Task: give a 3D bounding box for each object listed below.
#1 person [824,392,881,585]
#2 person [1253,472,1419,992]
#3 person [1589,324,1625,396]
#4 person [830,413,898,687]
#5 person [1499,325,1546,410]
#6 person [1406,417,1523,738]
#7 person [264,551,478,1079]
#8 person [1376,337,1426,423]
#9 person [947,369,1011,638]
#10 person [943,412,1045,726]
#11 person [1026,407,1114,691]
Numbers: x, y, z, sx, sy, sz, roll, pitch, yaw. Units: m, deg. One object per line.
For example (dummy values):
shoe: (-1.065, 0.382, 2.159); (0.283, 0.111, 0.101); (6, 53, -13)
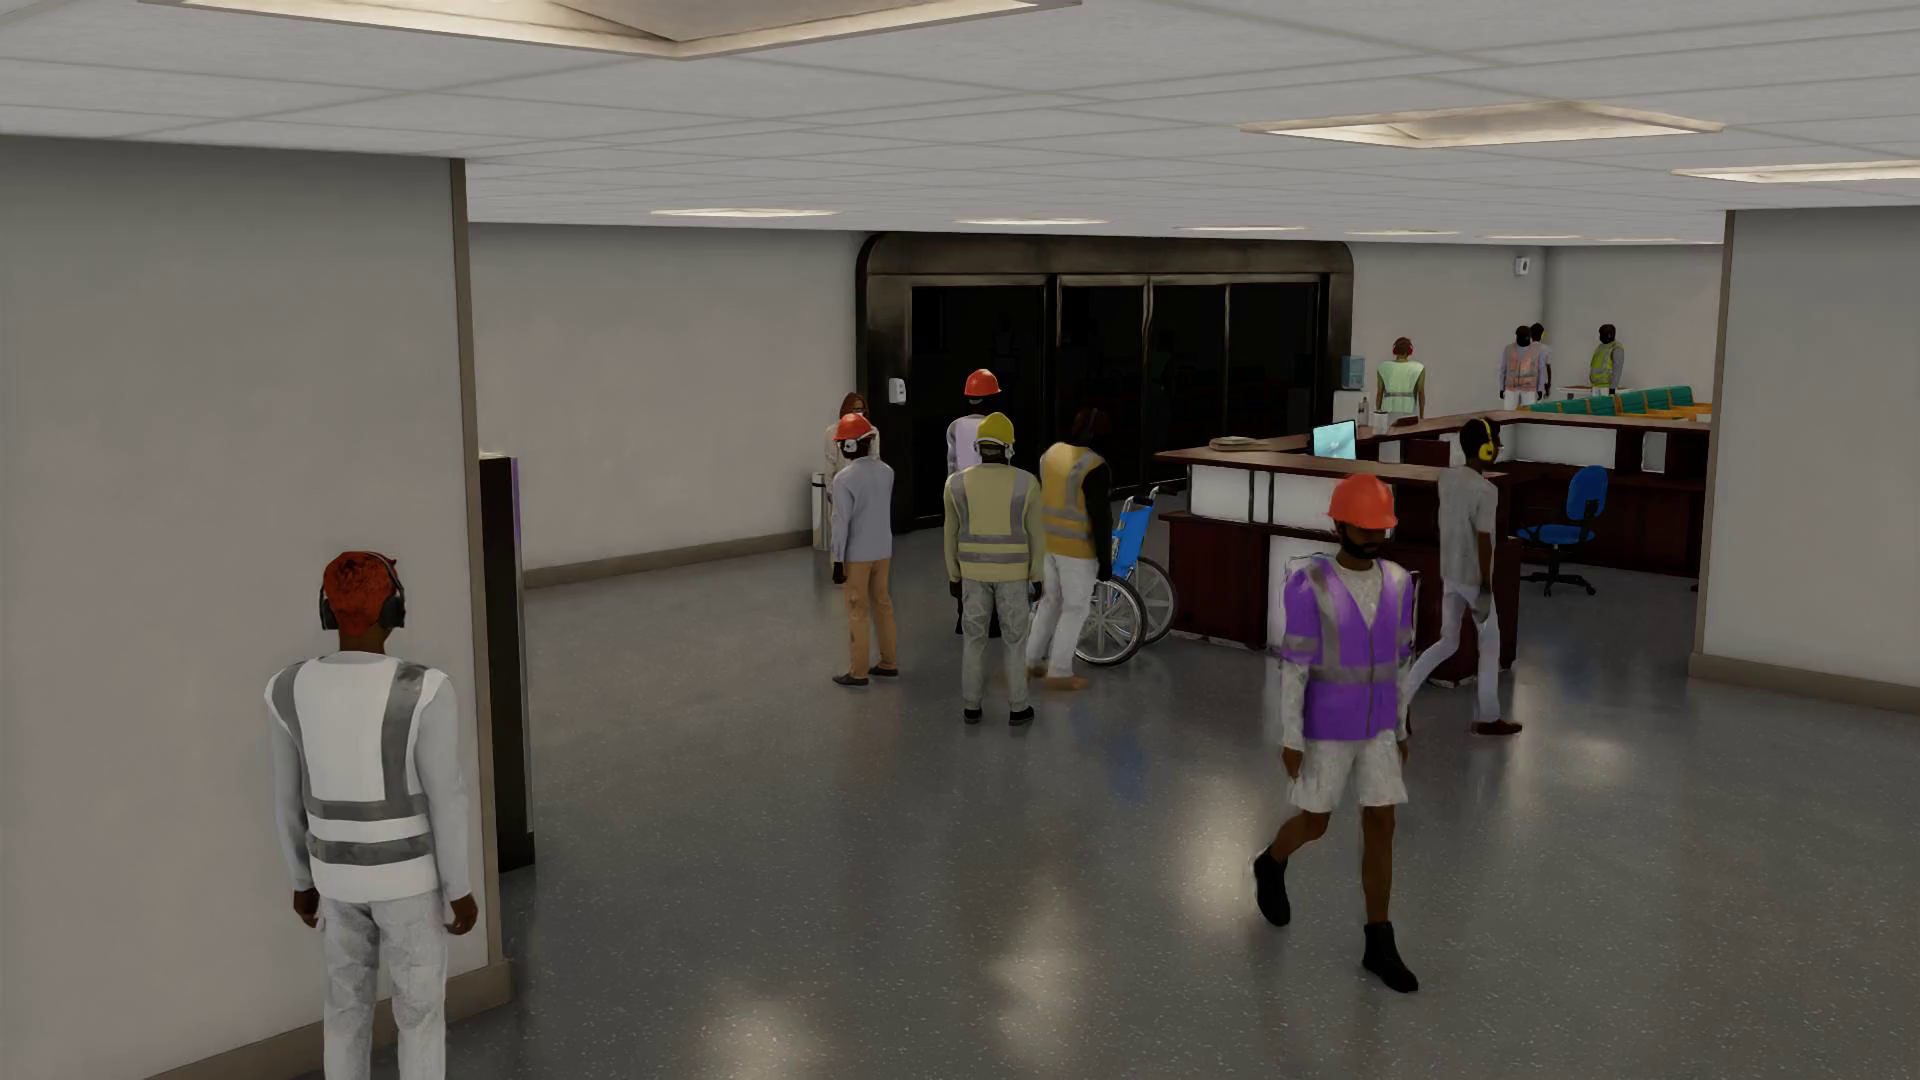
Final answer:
person: (-0.902, -0.434, 14.055); (0.504, 1.627, 0.285); (-4, 10, -24)
person: (1.460, 0.676, 6.369); (0.559, 1.912, 0.864); (-3, 10, -18)
person: (9.654, -2.315, 24.925); (0.429, 1.842, 0.626); (-2, 9, -10)
person: (-0.647, 0.060, 10.665); (0.365, 1.743, 0.559); (7, 11, 35)
person: (8.162, -2.196, 24.195); (0.634, 1.839, 0.429); (5, 11, 30)
person: (2.801, 0.224, 9.355); (0.803, 1.845, 0.518); (-4, 10, -24)
person: (-1.658, 0.956, 4.756); (0.577, 1.880, 0.385); (2, 9, 11)
person: (5.274, -1.505, 19.944); (0.571, 1.840, 0.374); (3, 10, 17)
person: (0.161, -0.263, 12.019); (0.545, 1.942, 0.354); (7, 12, 38)
person: (0.206, 0.175, 9.673); (0.590, 1.833, 0.404); (2, 9, 10)
person: (0.714, 0.064, 10.461); (0.458, 1.804, 0.656); (-6, 11, -31)
